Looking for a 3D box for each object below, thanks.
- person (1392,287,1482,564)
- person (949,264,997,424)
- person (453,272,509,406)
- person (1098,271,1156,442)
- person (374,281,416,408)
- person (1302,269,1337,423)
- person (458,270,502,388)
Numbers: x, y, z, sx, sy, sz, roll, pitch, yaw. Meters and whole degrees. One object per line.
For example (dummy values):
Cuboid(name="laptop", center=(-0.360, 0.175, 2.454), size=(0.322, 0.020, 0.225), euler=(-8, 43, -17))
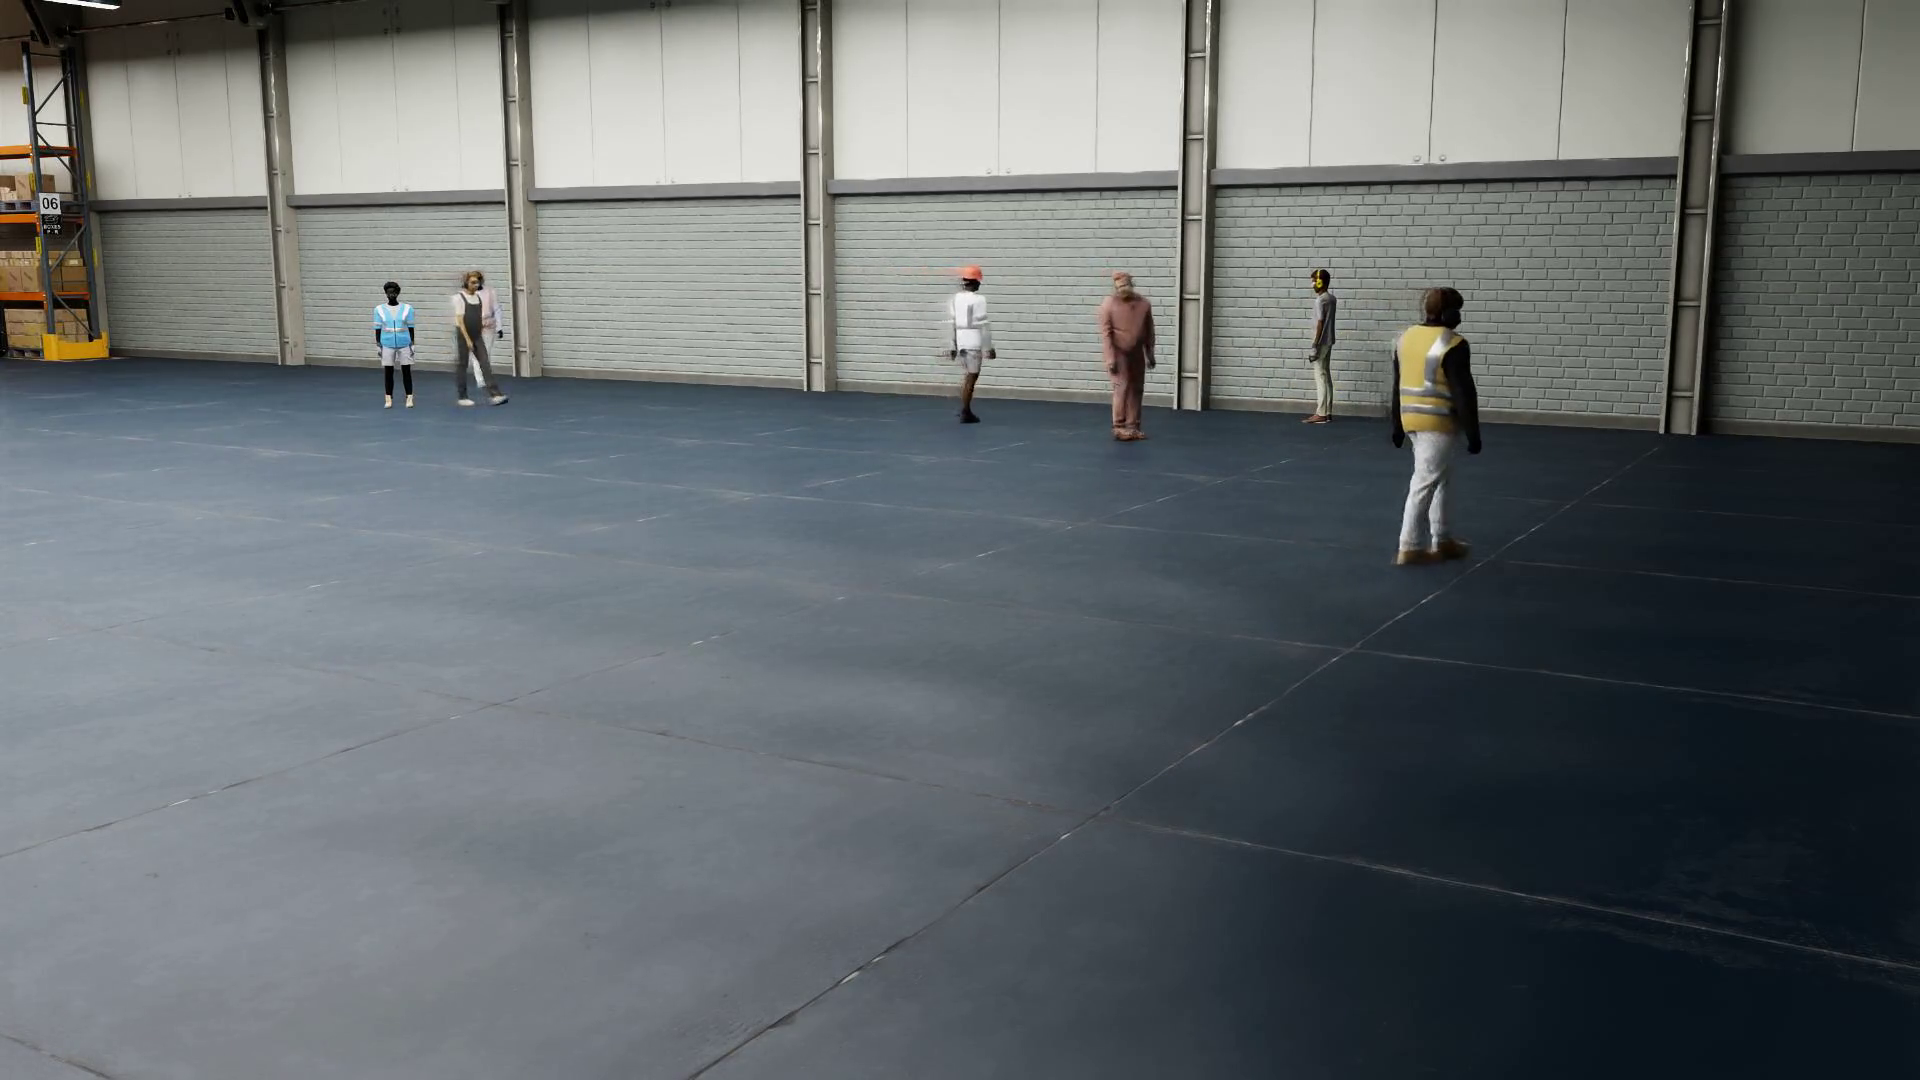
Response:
Cuboid(name="person", center=(3.212, -0.742, 10.934), size=(0.771, 1.812, 0.647), euler=(-3, 10, -19))
Cuboid(name="person", center=(0.169, -2.366, 20.138), size=(0.496, 1.919, 0.555), euler=(-7, 12, -36))
Cuboid(name="person", center=(-6.473, -2.674, 22.274), size=(0.910, 1.805, 0.505), euler=(7, 12, 34))
Cuboid(name="person", center=(1.825, -1.996, 18.149), size=(0.679, 1.866, 0.576), euler=(-5, 11, -26))
Cuboid(name="person", center=(-7.511, -2.589, 22.130), size=(0.530, 1.689, 0.321), euler=(-3, 10, -17))
Cuboid(name="person", center=(4.382, -2.349, 20.215), size=(0.329, 1.865, 0.514), euler=(6, 11, 31))
Cuboid(name="person", center=(-7.457, -3.277, 25.813), size=(0.625, 1.813, 0.890), euler=(-5, 11, -26))
